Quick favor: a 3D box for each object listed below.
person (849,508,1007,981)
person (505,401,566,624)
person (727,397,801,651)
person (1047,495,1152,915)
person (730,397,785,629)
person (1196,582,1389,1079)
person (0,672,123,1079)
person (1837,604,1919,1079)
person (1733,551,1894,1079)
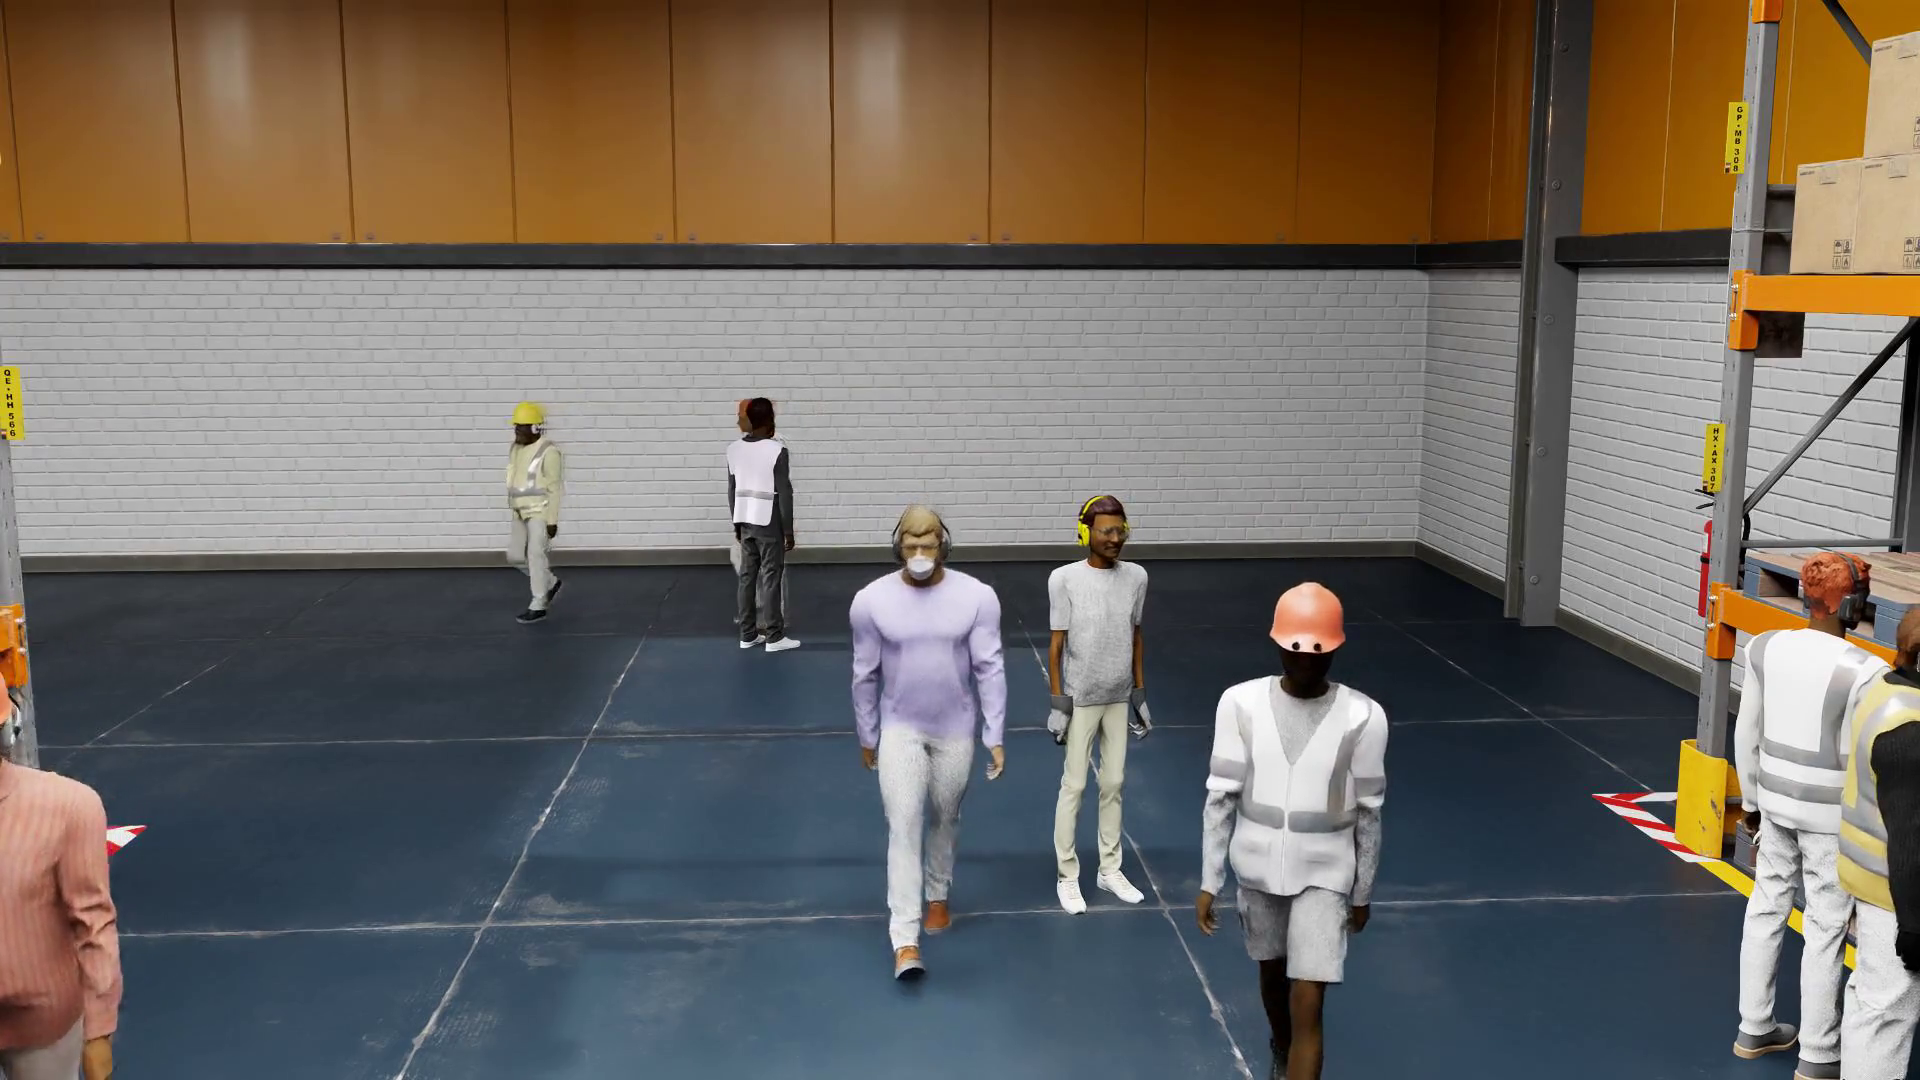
[{"bbox_3d":[-0.130,0.812,6.838,0.635,1.884,1.014,-1,9,-5],"label":"person"},{"bbox_3d":[-3.462,-0.234,13.599,0.601,1.818,0.469,8,12,41],"label":"person"},{"bbox_3d":[-1.501,-0.116,12.561,0.591,1.922,0.392,6,11,33],"label":"person"},{"bbox_3d":[0.627,0.723,7.444,0.513,1.875,0.328,-4,10,-25],"label":"person"},{"bbox_3d":[-1.653,-0.203,13.274,0.556,1.866,0.609,-2,9,-15],"label":"person"},{"bbox_3d":[1.058,1.059,5.306,0.545,1.887,0.997,4,10,22],"label":"person"},{"bbox_3d":[-2.467,1.206,4.256,0.622,1.931,1.068,-3,9,-17],"label":"person"},{"bbox_3d":[2.973,1.099,5.200,0.429,1.838,0.632,4,10,25],"label":"person"},{"bbox_3d":[3.003,0.971,5.853,0.343,1.882,0.586,-4,10,-24],"label":"person"}]
